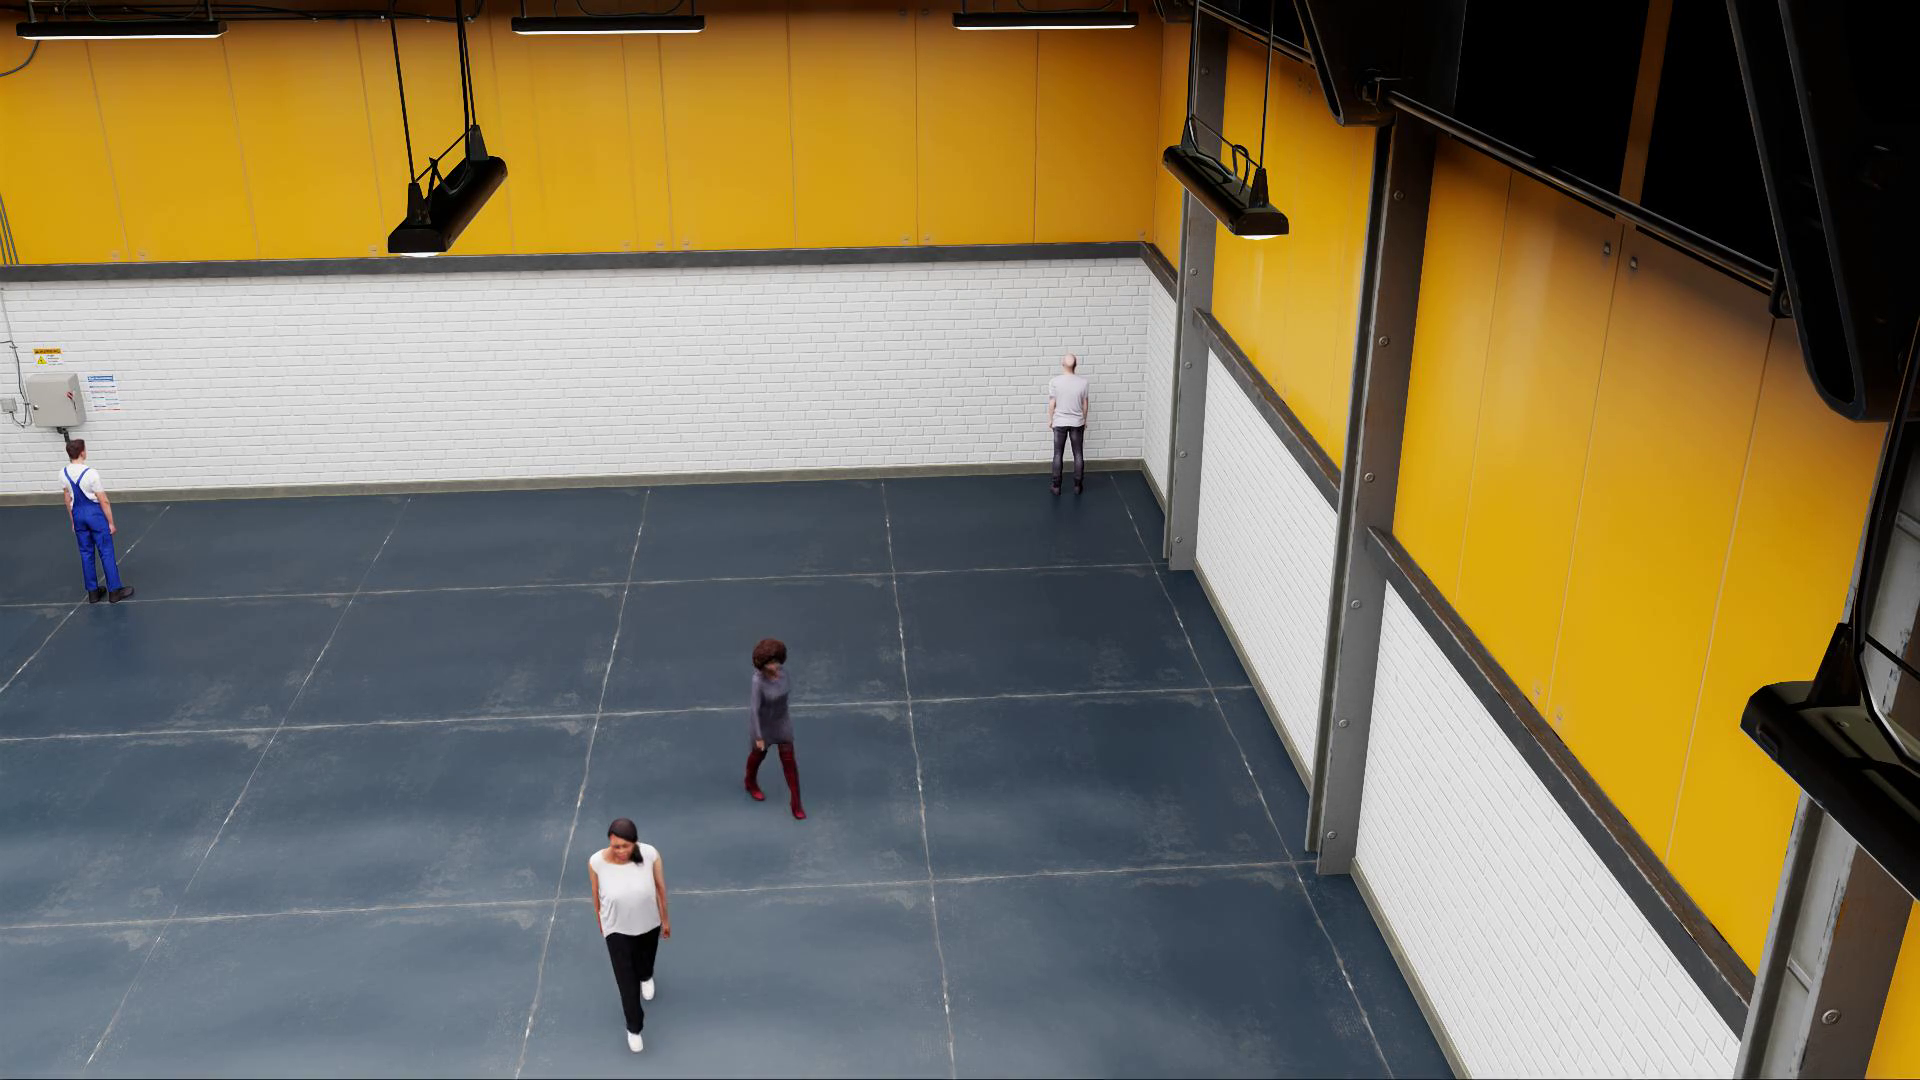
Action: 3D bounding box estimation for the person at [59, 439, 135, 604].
[{"bbox_3d":[-9.451,-0.214,18.059,0.661,1.849,0.610,1,24,3],"label":"person"}]

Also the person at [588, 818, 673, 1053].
[{"bbox_3d":[-2.299,2.655,11.741,0.817,1.652,1.147,-7,25,-15],"label":"person"}]

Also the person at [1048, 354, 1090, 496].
[{"bbox_3d":[1.362,-1.463,20.937,0.652,1.832,0.581,-1,24,-2],"label":"person"}]

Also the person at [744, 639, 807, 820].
[{"bbox_3d":[-1.671,1.555,14.227,1.127,1.678,0.984,21,31,40],"label":"person"}]
